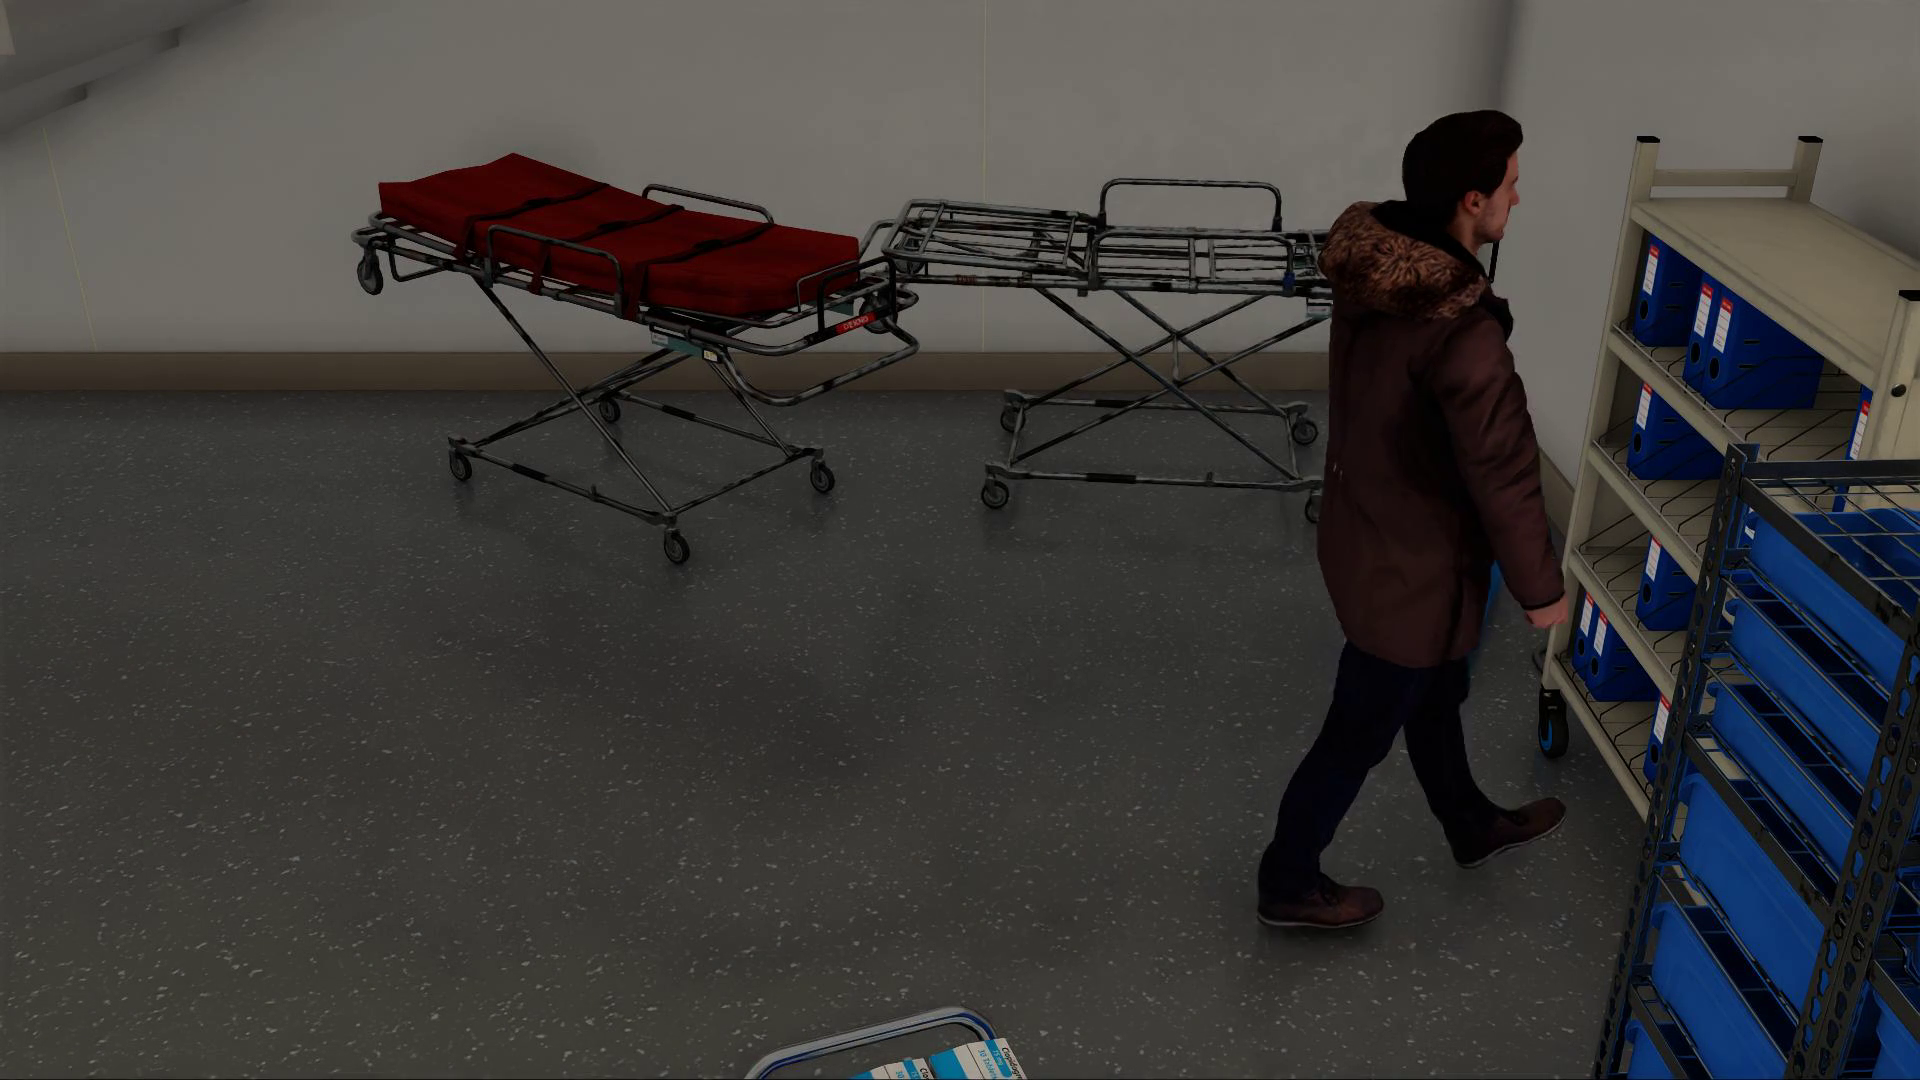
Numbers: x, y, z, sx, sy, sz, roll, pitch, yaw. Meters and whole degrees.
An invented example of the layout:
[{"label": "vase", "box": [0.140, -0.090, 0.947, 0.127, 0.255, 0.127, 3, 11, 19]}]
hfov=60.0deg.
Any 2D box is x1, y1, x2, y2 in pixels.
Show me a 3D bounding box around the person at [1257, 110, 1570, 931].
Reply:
[{"label": "person", "box": [0.860, 0.055, 3.466, 1.017, 1.817, 0.786, -2, 26, -4]}]
